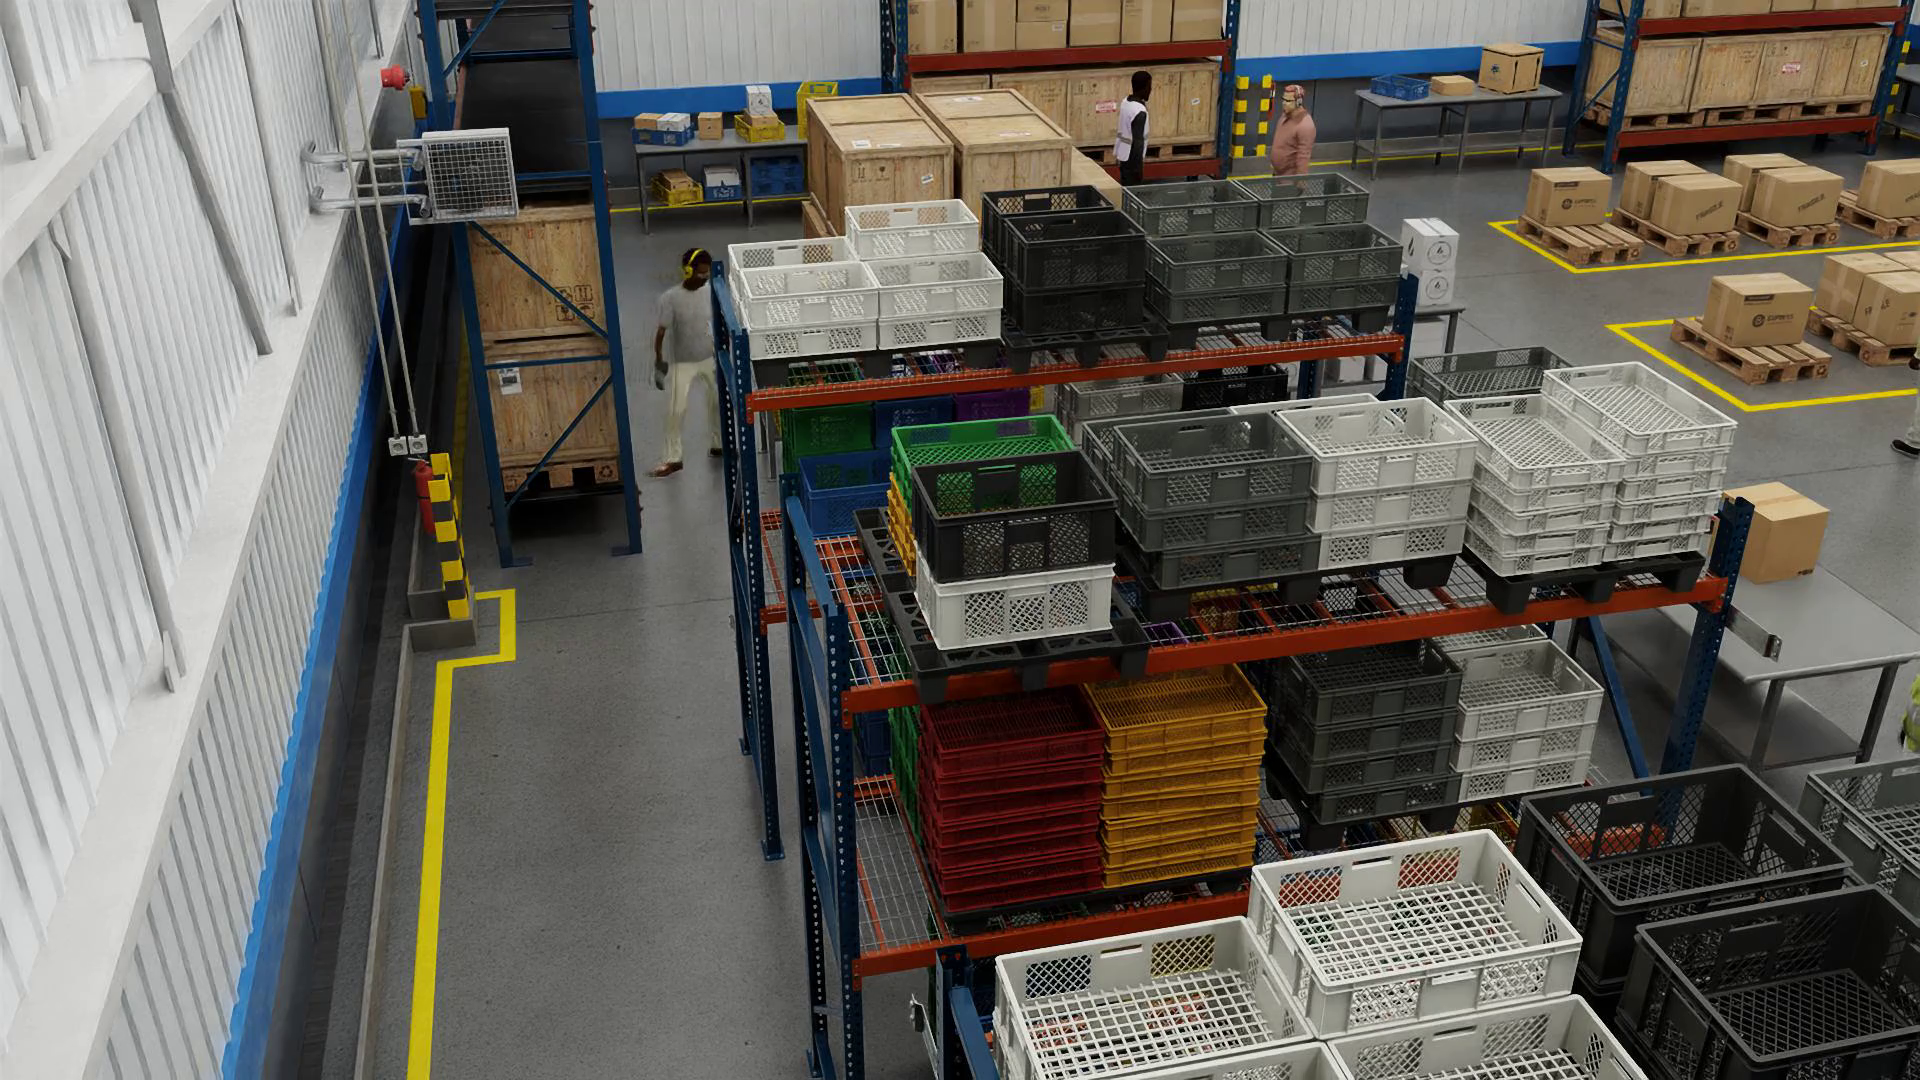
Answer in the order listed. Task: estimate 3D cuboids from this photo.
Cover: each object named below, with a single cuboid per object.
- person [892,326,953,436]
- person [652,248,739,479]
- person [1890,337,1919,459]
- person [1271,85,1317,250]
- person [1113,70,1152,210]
[{"bbox_3d":[-0.279,-0.939,12.082,0.586,1.881,0.340,-23,35,-37],"label":"person"},{"bbox_3d":[-2.134,-1.380,12.980,0.810,1.839,0.353,-19,33,-31],"label":"person"},{"bbox_3d":[7.873,-1.527,13.250,0.592,1.834,0.404,-3,28,-5],"label":"person"},{"bbox_3d":[3.476,-3.861,17.617,0.398,1.900,0.651,-5,28,-10],"label":"person"},{"bbox_3d":[1.880,-4.156,18.162,0.393,1.910,0.581,-4,28,-8],"label":"person"}]
